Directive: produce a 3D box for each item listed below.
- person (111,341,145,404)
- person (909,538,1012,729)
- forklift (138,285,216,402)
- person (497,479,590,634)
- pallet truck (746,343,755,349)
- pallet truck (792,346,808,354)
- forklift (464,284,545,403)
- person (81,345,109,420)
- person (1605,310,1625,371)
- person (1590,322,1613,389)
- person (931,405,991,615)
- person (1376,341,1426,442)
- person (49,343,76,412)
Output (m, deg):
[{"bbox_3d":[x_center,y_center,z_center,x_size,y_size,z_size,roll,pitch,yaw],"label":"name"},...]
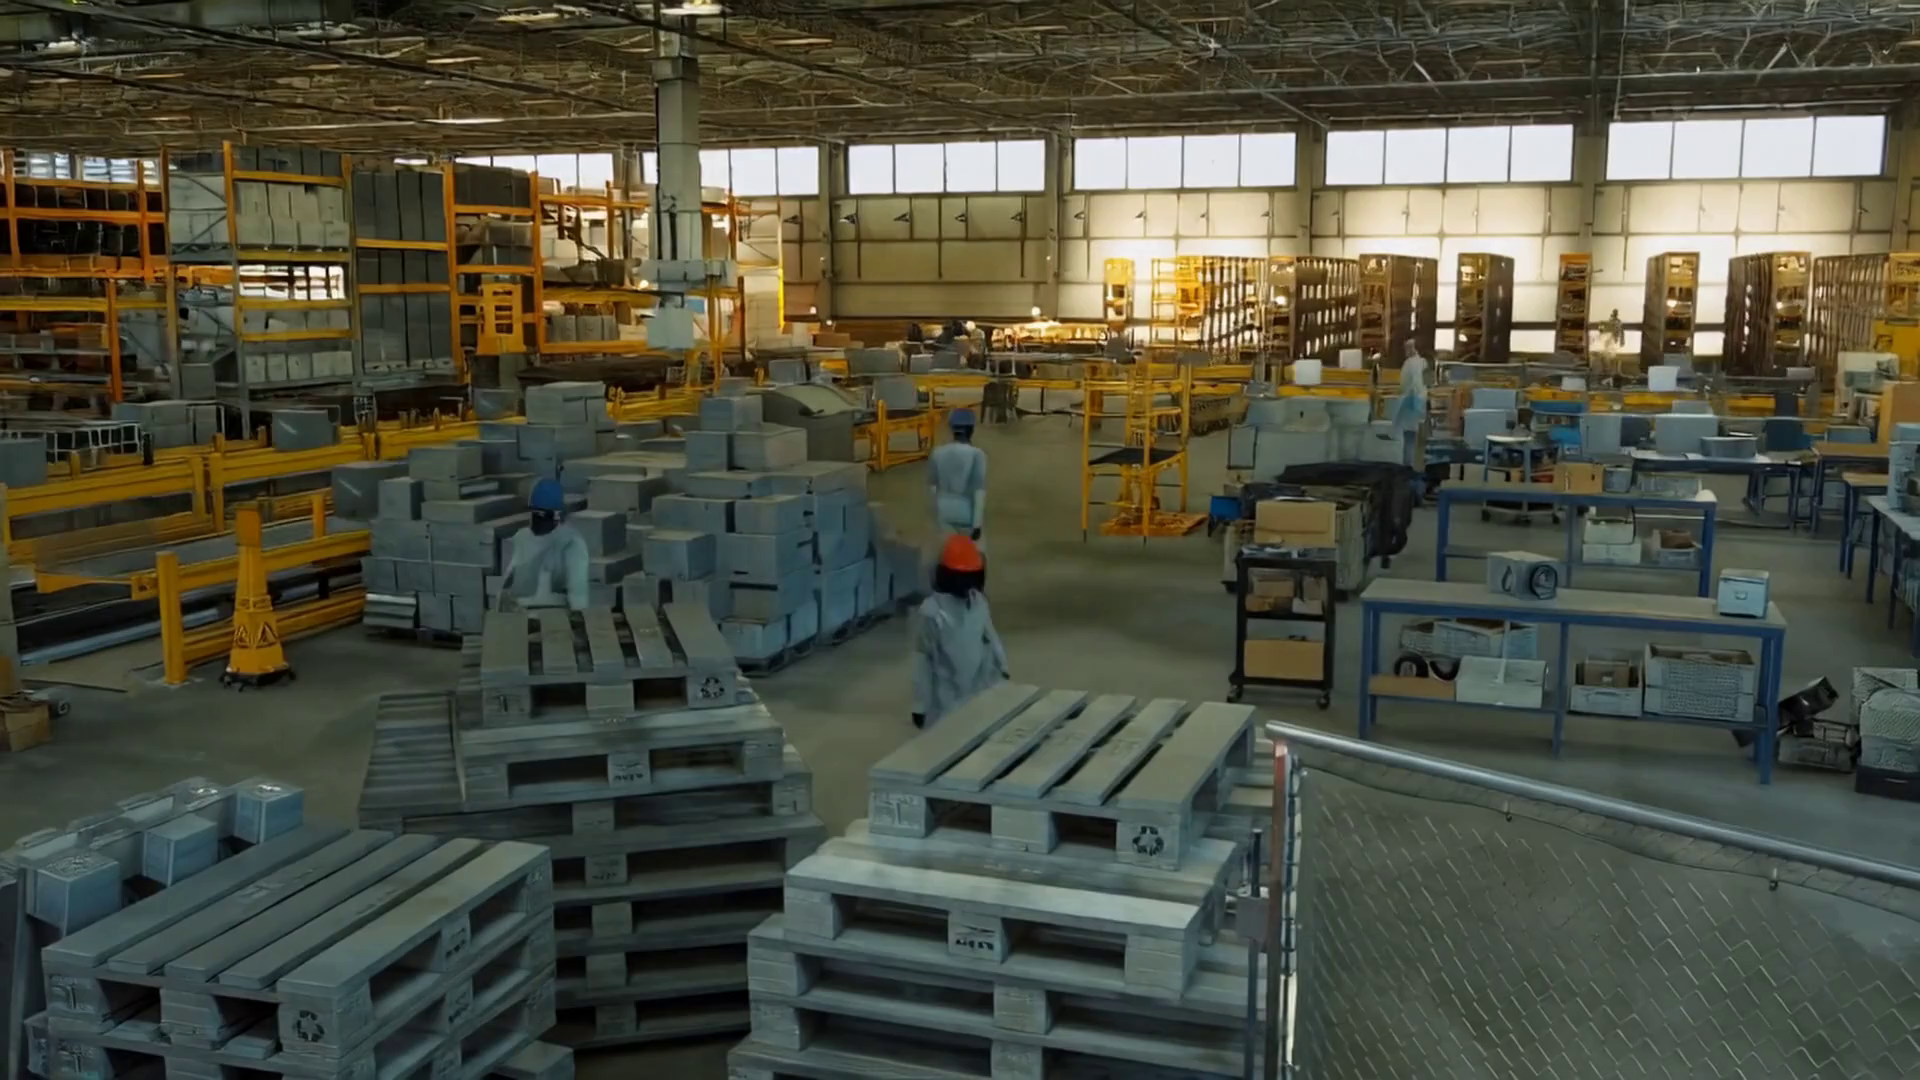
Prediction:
[{"bbox_3d":[-14.164,-2.428,28.337,0.384,1.929,0.539,8,12,41],"label":"person"},{"bbox_3d":[0.034,0.825,8.622,0.907,1.692,0.506,6,11,33],"label":"person"},{"bbox_3d":[-17.480,-4.200,36.461,1.873,2.768,1.129,3,10,19],"label":"forklift"},{"bbox_3d":[-2.574,0.512,10.272,0.656,1.795,0.627,7,12,39],"label":"person"},{"bbox_3d":[-6.183,-4.618,44.264,1.601,1.201,0.680,-9,12,-43],"label":"pallet truck"},{"bbox_3d":[-3.705,-4.298,42.022,0.653,1.274,1.630,3,10,20],"label":"pallet truck"},{"bbox_3d":[-10.832,-4.702,39.610,1.129,2.768,1.873,3,10,20],"label":"forklift"},{"bbox_3d":[-18.073,-3.252,34.506,0.844,1.586,0.514,1,9,7],"label":"person"},{"bbox_3d":[20.408,-6.190,51.867,0.652,1.942,0.988,6,11,34],"label":"person"},{"bbox_3d":[17.193,-4.922,44.441,0.525,1.788,0.647,-1,9,-7],"label":"person"},{"bbox_3d":[0.030,-0.219,14.487,0.556,1.911,0.735,4,10,22],"label":"person"},{"bbox_3d":[8.112,-2.666,30.072,1.009,1.842,0.660,-1,9,-7],"label":"person"},{"bbox_3d":[-19.104,-3.541,35.546,0.965,1.855,0.636,1,9,5],"label":"person"}]
